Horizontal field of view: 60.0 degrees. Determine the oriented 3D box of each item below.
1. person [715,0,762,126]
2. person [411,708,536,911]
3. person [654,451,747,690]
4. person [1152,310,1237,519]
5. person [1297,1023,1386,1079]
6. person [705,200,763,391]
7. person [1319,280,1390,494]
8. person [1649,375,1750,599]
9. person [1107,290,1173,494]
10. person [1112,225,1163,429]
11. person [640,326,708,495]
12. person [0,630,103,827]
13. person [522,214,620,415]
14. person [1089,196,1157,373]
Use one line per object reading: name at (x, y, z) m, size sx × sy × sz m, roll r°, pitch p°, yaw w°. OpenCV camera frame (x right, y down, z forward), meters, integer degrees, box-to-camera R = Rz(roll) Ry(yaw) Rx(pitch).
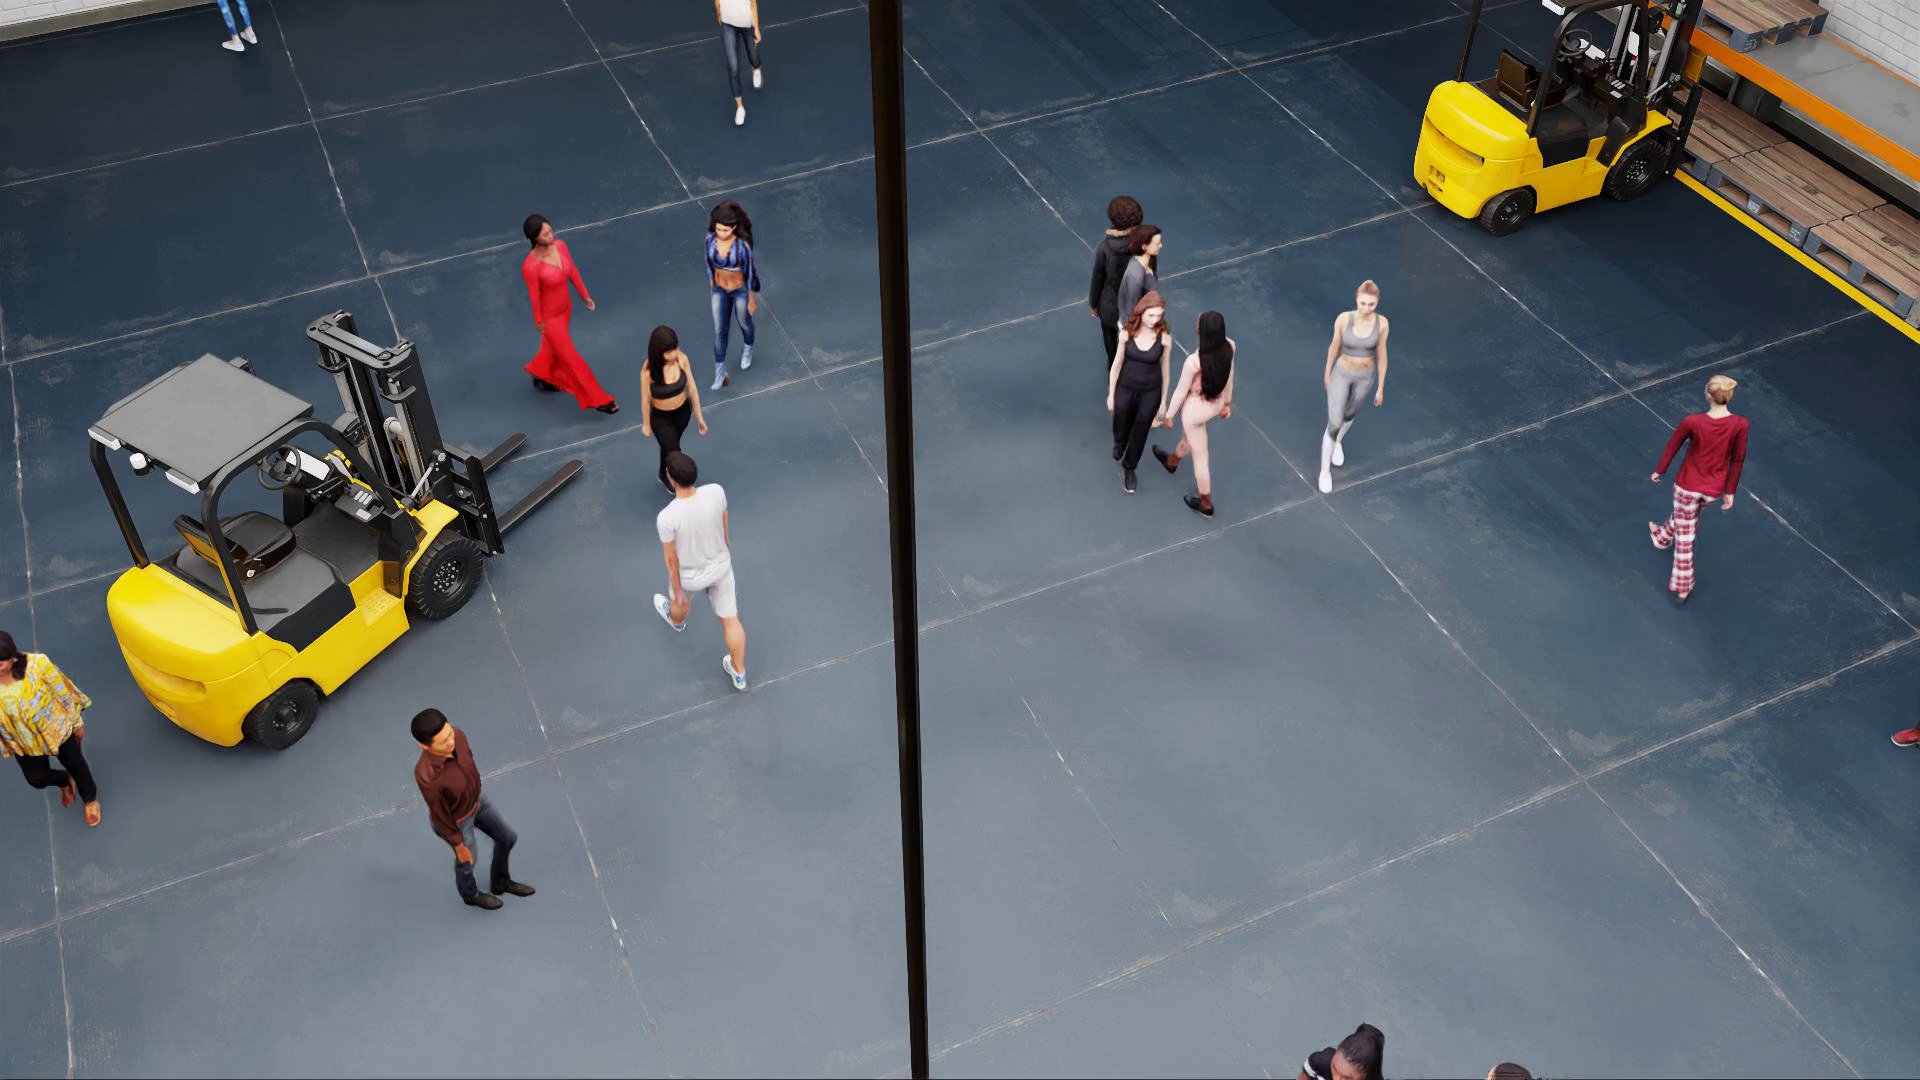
person at (-2.146, -5.056, 16.317) m, size 0.891 × 1.784 × 1.173 m, roll 0°, pitch 44°, yaw 0°
person at (-2.905, 1.543, 9.407) m, size 0.873 × 1.760 × 0.793 m, roll 8°, pitch 44°, yaw 8°
person at (-1.616, 0.246, 10.737) m, size 0.836 × 1.804 × 1.237 m, roll -26°, pitch 49°, yaw -25°
person at (1.796, -0.879, 11.998) m, size 0.826 × 1.694 × 1.071 m, roll -31°, pitch 51°, yaw -28°
person at (1.870, 2.852, 8.072) m, size 0.817 × 1.706 × 1.008 m, roll -29°, pitch 51°, yaw -27°
person at (-1.780, -2.009, 13.253) m, size 0.914 × 1.599 × 0.993 m, roll 11°, pitch 45°, yaw 11°
person at (2.915, -1.243, 12.390) m, size 0.820 × 1.680 × 0.995 m, roll 1°, pitch 44°, yaw 1°
person at (5.122, -0.320, 11.441) m, size 0.915 × 1.653 × 1.092 m, roll 7°, pitch 44°, yaw 7°
person at (1.331, -1.154, 12.264) m, size 0.791 × 1.726 × 0.878 m, roll 5°, pitch 44°, yaw 5°
person at (1.276, -1.643, 12.751) m, size 0.837 × 1.762 × 0.768 m, roll 7°, pitch 44°, yaw 7°
person at (-2.152, -0.936, 12.119) m, size 0.745 × 1.609 × 1.066 m, roll -32°, pitch 52°, yaw -29°
person at (-5.496, 1.072, 9.986) m, size 0.729 × 1.644 × 0.754 m, roll -12°, pitch 45°, yaw -13°
person at (-3.200, -1.774, 12.910) m, size 1.191 × 1.743 × 1.112 m, roll 16°, pitch 46°, yaw 16°
person at (1.248, -1.791, 12.919) m, size 0.853 × 1.743 × 0.923 m, roll 5°, pitch 44°, yaw 6°
